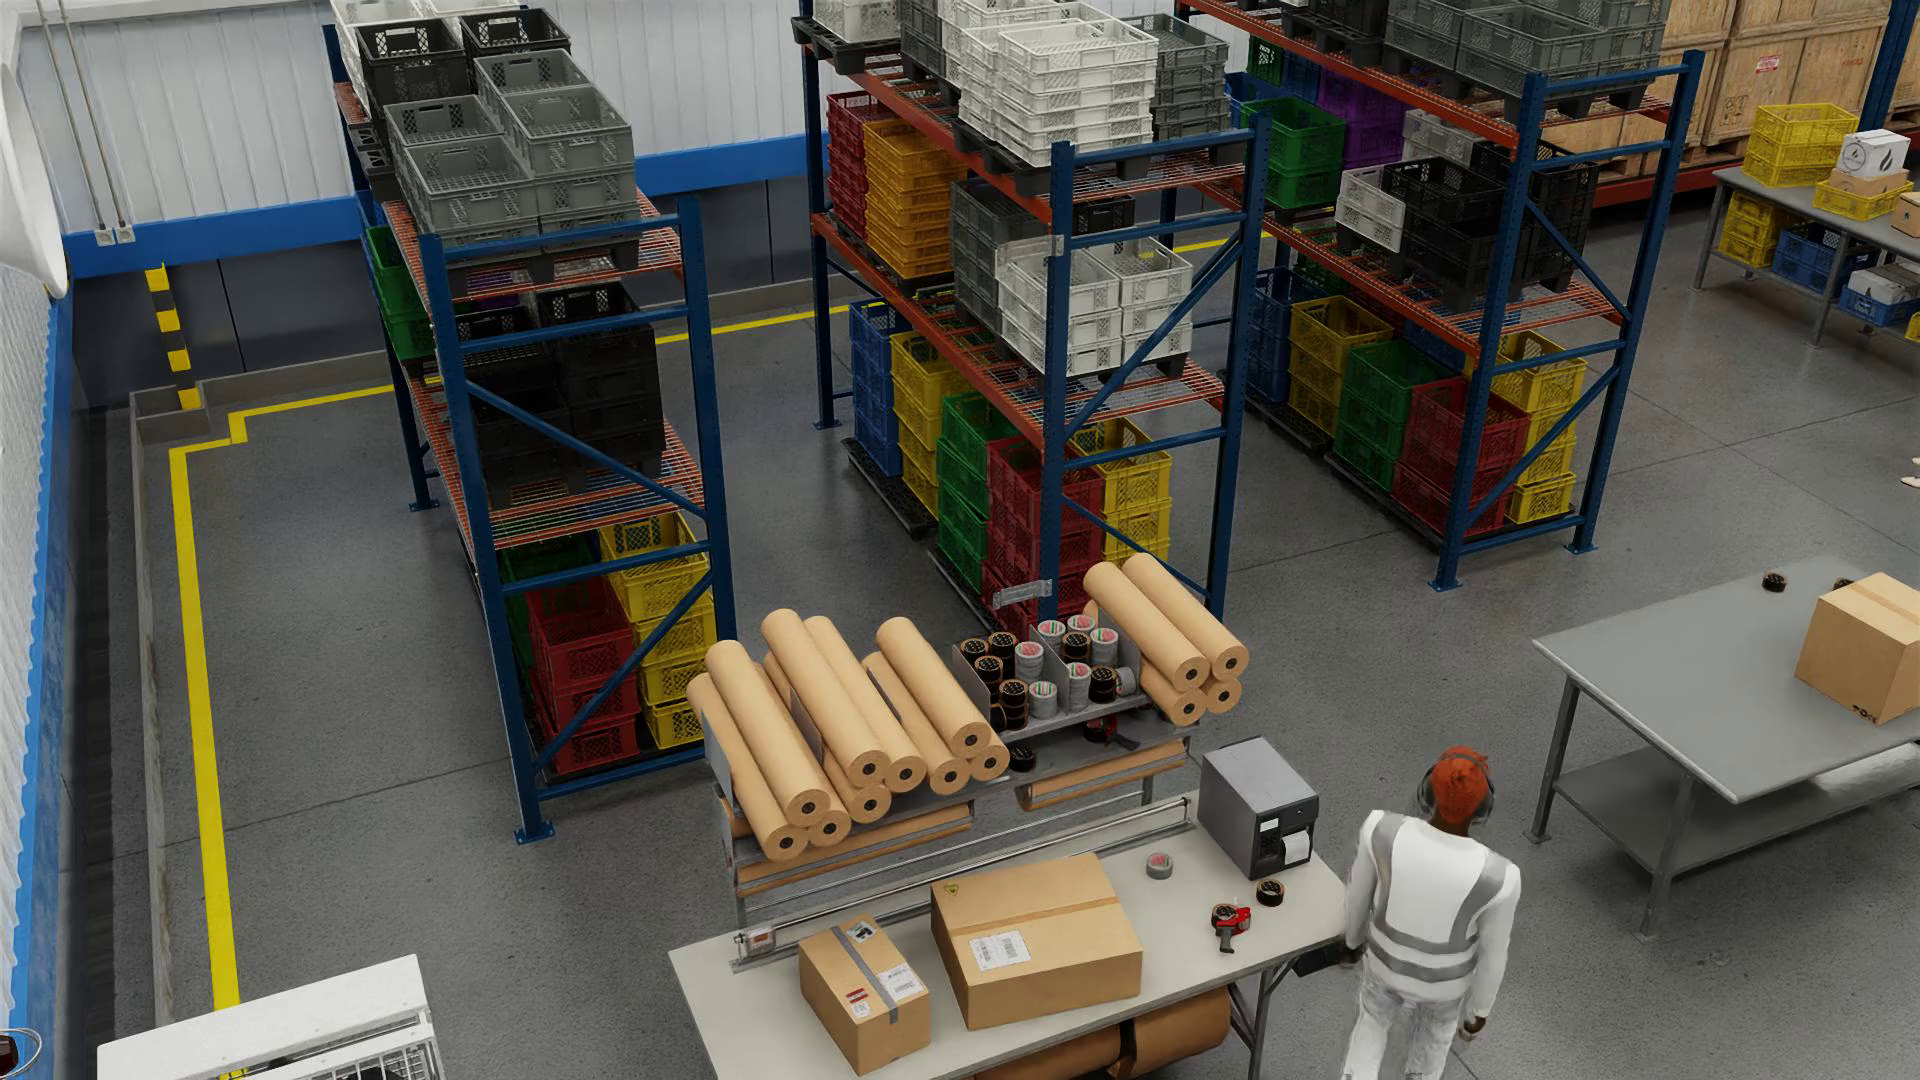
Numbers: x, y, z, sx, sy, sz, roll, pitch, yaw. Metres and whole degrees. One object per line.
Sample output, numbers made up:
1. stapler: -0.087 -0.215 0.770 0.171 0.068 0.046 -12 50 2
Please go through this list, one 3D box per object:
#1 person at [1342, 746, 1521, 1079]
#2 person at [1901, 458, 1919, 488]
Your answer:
1. person: 1.623 1.547 5.933 0.589 1.867 0.615 16 35 24
2. person: 6.308 -1.141 10.395 0.310 1.767 0.532 23 38 32
